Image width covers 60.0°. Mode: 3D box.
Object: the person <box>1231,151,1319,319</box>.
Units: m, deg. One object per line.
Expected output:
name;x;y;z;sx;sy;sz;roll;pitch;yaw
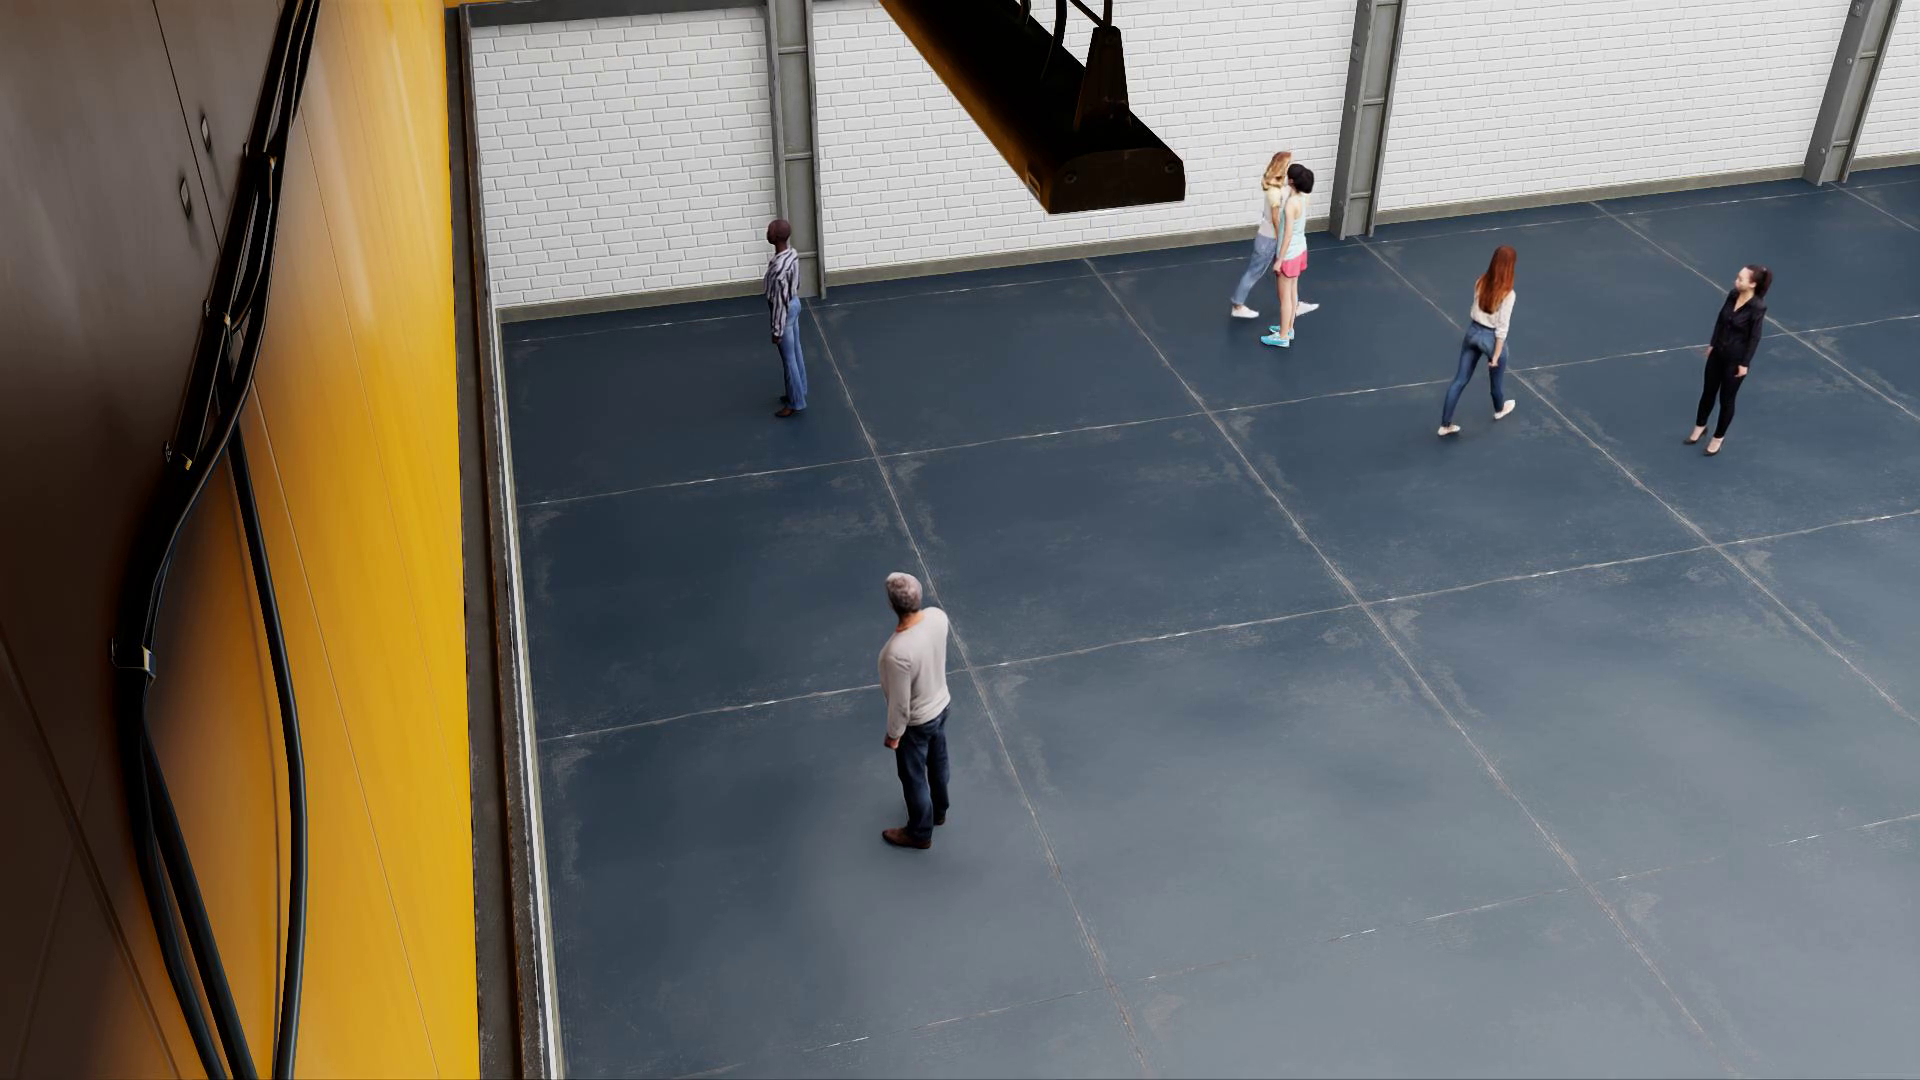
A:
person;2.841;-2.845;15.755;1.163;1.686;0.962;8;34;12

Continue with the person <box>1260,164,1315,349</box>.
person;3.048;-2.636;15.370;0.746;1.764;0.683;19;38;26

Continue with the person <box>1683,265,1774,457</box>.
person;6.335;-1.489;13.694;0.478;1.711;0.582;-11;35;-15

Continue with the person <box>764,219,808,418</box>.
person;-1.487;-1.905;14.243;0.655;1.796;0.687;4;34;5

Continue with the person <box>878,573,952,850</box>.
person;-0.240;1.008;9.765;0.883;1.901;0.824;18;38;25

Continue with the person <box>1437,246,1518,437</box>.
person;4.329;-1.624;13.920;1.188;1.683;0.894;-24;41;-32
